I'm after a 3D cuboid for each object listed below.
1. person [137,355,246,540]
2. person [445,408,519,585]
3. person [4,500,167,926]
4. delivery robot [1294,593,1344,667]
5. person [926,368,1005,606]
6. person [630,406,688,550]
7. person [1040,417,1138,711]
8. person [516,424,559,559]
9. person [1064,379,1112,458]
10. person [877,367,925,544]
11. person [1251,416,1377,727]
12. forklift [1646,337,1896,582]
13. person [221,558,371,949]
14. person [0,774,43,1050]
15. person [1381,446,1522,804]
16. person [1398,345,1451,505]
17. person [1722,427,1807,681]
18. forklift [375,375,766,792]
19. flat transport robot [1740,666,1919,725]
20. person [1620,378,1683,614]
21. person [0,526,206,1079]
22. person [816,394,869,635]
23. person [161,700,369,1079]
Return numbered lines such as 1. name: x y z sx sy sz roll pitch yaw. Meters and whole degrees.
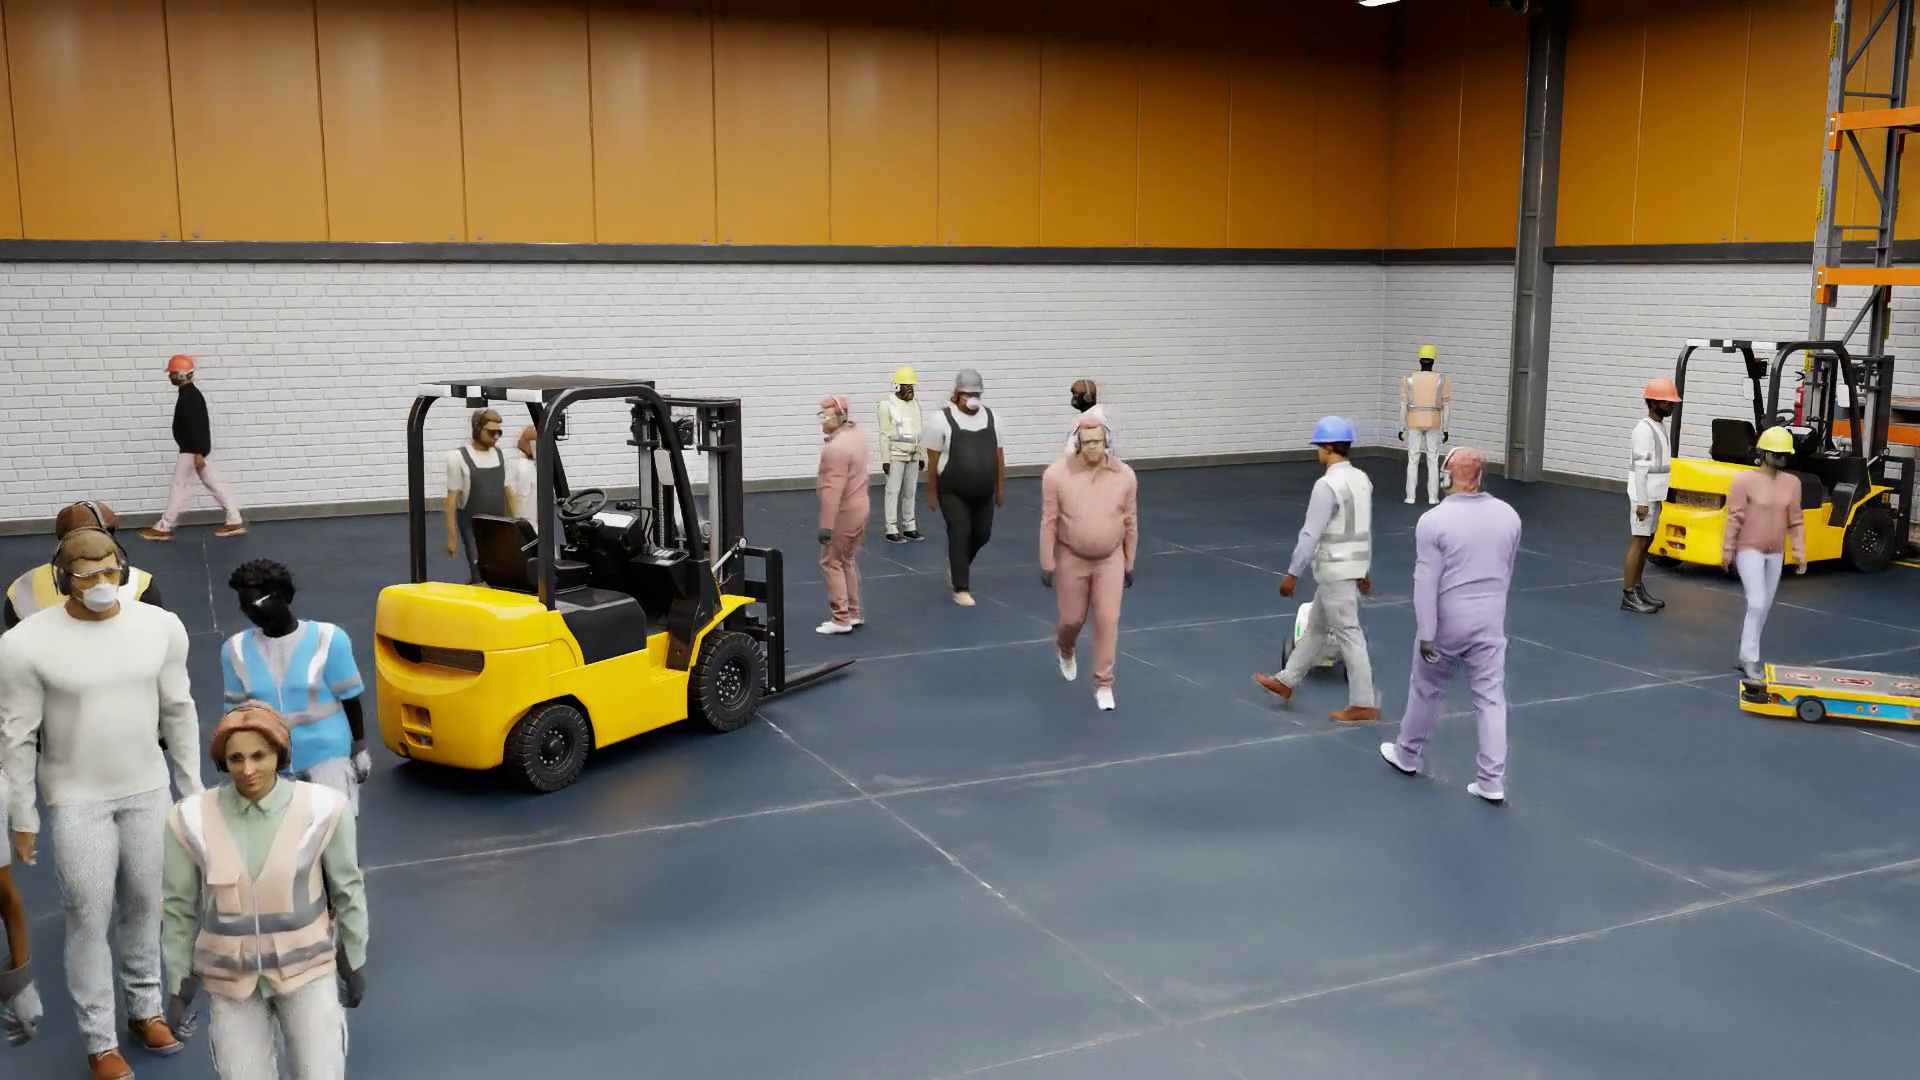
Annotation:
1. person: -8.064 -0.969 17.422 1.044 1.943 0.632 -3 10 -18
2. person: -3.477 -0.060 12.144 0.399 1.816 0.538 7 11 36
3. person: -3.652 0.747 7.072 0.634 1.839 0.429 -1 9 -8
4. delivery robot: 2.527 0.607 11.626 0.477 0.478 0.707 2 10 14
5. person: 0.025 -0.501 14.194 0.689 2.000 0.827 -4 10 -22
6. person: -2.238 -0.099 12.293 1.090 1.846 0.617 0 9 3
7. person: 0.838 0.115 10.861 0.649 1.879 0.771 -1 9 -5
8. person: -3.365 -0.105 13.034 0.409 1.618 0.513 1 9 7
9. person: 1.159 -0.564 15.275 0.451 1.825 0.632 -1 9 -3
10. person: -0.585 -0.878 17.200 0.403 1.825 0.593 9 13 43
11. person: 2.230 0.183 10.371 0.946 1.901 0.616 6 11 32
12. forklift: 7.551 -0.789 15.507 2.313 2.155 1.214 -4 10 -25
13. person: -2.671 0.892 6.696 0.553 1.663 0.366 -1 9 -4
14. person: -2.778 1.175 4.443 0.576 1.841 0.697 -4 10 -23
15. person: 2.659 0.428 8.981 0.661 1.867 0.959 -2 9 -14
16. person: 5.569 -1.375 19.966 0.596 1.925 0.372 2 9 13
17. person: 5.513 0.102 11.331 0.543 1.746 0.588 -2 9 -12
18. forklift: -2.268 0.149 9.685 1.214 2.155 2.313 6 11 32
19. flat transport robot: 5.692 0.985 10.445 1.431 0.197 0.652 4 10 24
20. person: 5.701 -0.368 13.690 0.373 1.935 0.552 6 11 34
21. person: -2.958 0.908 5.799 0.427 1.940 0.642 8 12 40
22. person: -0.907 -0.186 12.769 0.404 1.870 0.678 2 9 10
23. person: -1.946 1.239 4.691 0.531 1.630 0.388 -2 9 -13
